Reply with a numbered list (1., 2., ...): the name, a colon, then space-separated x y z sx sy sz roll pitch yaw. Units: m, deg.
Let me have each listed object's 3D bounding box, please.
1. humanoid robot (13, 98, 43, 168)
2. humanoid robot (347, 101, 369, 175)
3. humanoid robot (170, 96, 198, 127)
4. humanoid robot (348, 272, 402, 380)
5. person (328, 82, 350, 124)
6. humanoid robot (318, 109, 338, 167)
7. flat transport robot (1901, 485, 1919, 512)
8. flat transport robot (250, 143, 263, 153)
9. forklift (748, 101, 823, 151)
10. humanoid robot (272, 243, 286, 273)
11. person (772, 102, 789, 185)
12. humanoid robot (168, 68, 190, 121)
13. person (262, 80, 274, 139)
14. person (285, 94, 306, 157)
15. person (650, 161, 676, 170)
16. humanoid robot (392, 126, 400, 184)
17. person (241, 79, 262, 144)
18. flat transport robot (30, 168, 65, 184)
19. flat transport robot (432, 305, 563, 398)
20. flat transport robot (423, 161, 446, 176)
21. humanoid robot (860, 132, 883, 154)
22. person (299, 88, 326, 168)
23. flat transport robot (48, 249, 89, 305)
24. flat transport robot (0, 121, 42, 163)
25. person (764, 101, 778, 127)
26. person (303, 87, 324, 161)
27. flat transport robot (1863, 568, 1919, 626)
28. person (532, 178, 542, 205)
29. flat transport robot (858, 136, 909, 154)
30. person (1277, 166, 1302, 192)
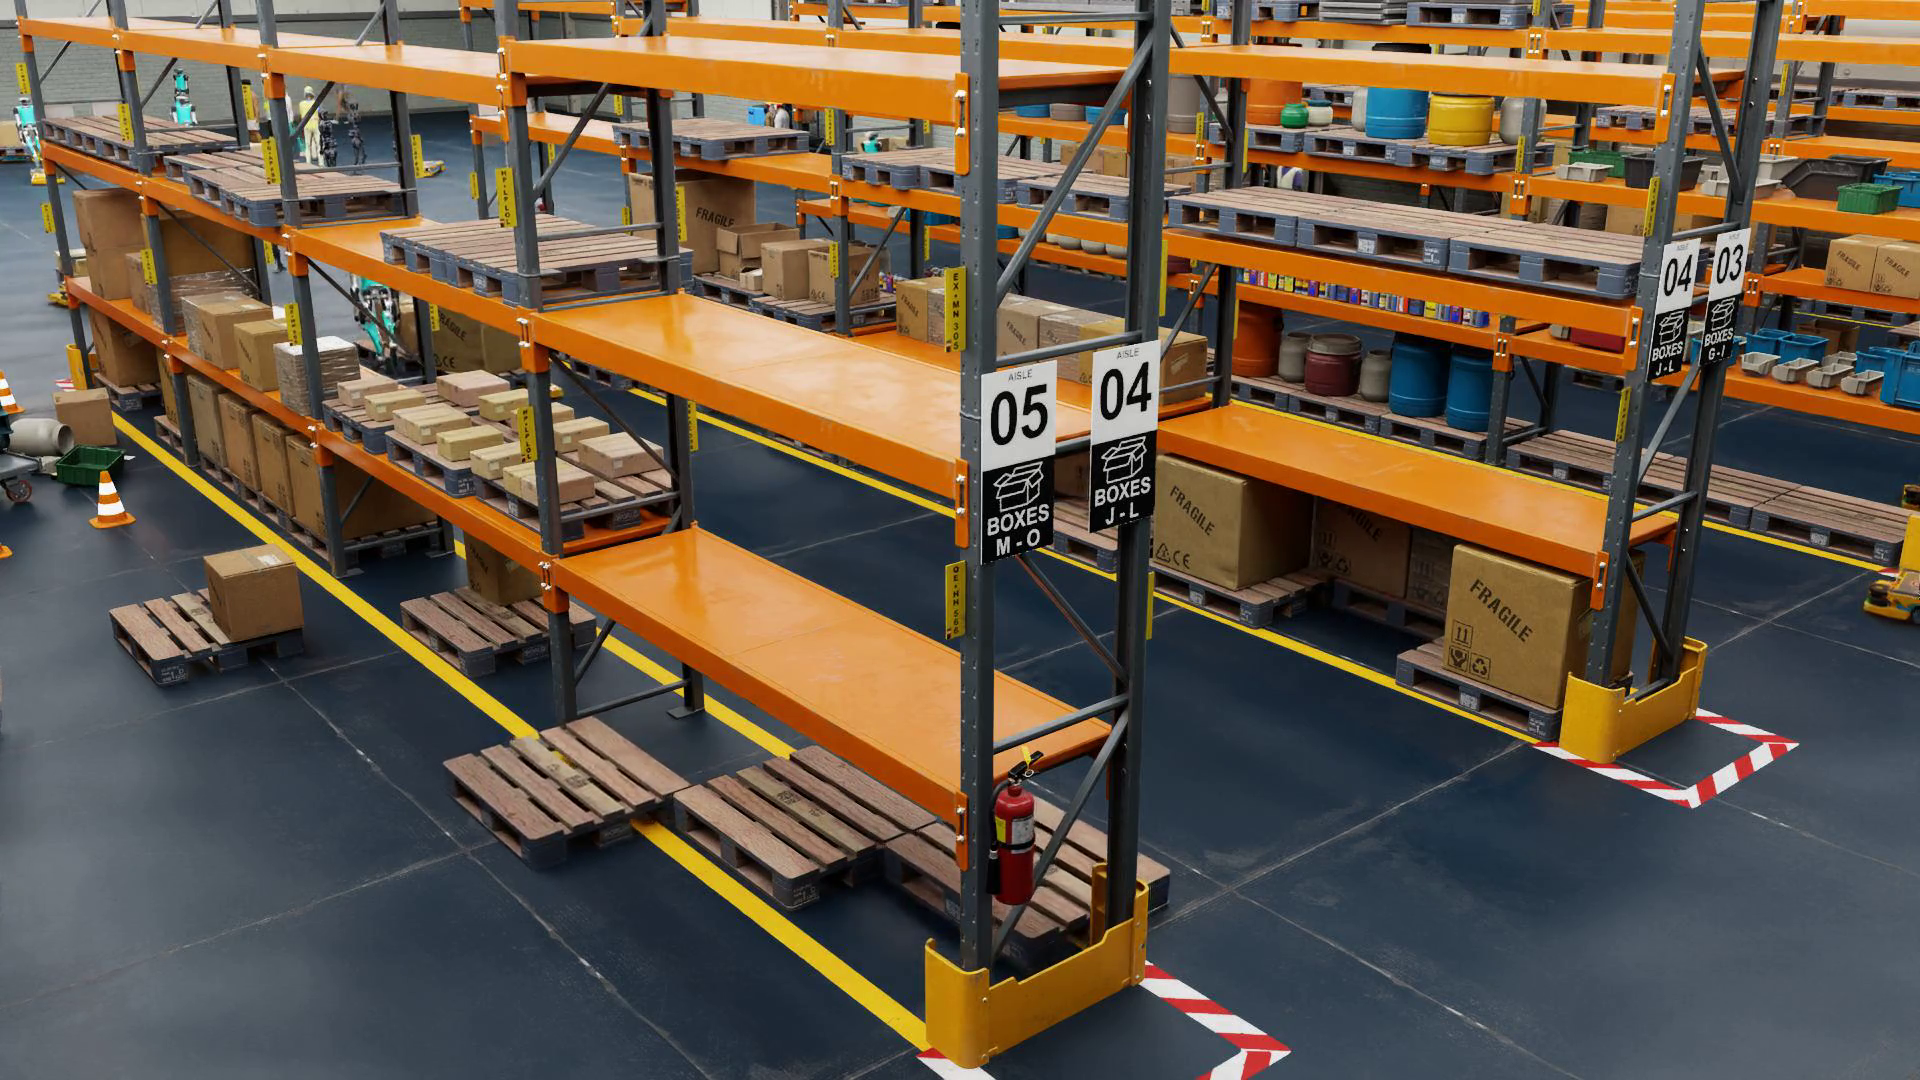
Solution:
1. humanoid robot: -20.804 -8.966 37.376 0.532 1.868 0.772 -16 25 -38
2. humanoid robot: -13.755 -9.158 37.878 0.383 1.644 0.588 -5 20 -14
3. humanoid robot: -17.403 -9.061 37.635 0.550 1.883 0.732 -17 26 -41
4. humanoid robot: -6.597 -2.528 18.941 0.531 1.720 0.961 -10 22 -27
5. person: -18.506 -13.287 49.397 0.518 1.831 0.973 15 25 37
6. humanoid robot: -13.587 -8.427 35.779 0.599 1.655 0.315 18 26 42
7. flat transport robot: 9.237 -0.318 14.842 1.431 0.231 0.659 11 22 29
8. flat transport robot: -16.223 -8.109 37.013 0.659 0.231 1.431 7 20 18
9. forklift: -4.526 -11.368 42.374 1.129 2.768 1.873 -15 24 -37
10. humanoid robot: -10.852 -5.051 26.193 0.591 1.643 0.412 7 20 19
11. person: -3.895 -8.714 36.303 0.379 1.889 0.567 5 20 15
12. humanoid robot: -22.090 -12.428 46.890 0.533 1.677 0.735 10 22 26
13. person: -18.560 -11.588 44.759 0.319 1.696 0.531 -10 22 -27
14. person: -16.554 -10.325 40.906 0.500 1.884 0.926 6 20 16
15. person: -5.027 -5.995 28.442 0.363 1.962 0.611 8 21 21
16. humanoid robot: -11.933 -8.314 35.487 0.432 1.650 0.616 -7 20 -19
17. person: -17.883 -10.707 42.014 0.799 1.853 0.384 18 26 41
18. flat transport robot: -20.314 -8.114 37.028 0.659 0.231 1.431 -10 22 -26
19. flat transport robot: -5.260 -1.666 18.678 1.431 0.231 0.659 -12 23 -31
20. flat transport robot: -12.322 -8.527 38.203 0.659 0.231 1.431 -1 19 -2
21. humanoid robot: -1.420 -6.725 30.948 1.075 1.740 0.548 -17 26 -40
22. person: -14.979 -9.485 38.520 0.540 1.880 0.419 -2 19 -6
23. flat transport robot: -12.477 -3.659 24.348 0.659 0.231 1.431 18 26 41
24. flat transport robot: -22.966 -9.331 40.493 1.431 0.231 0.659 -5 20 -14
25. person: -4.195 -9.103 37.585 0.399 1.764 0.542 13 23 33
26. person: -15.785 -10.161 40.617 0.314 1.758 0.547 16 25 37
27. flat transport robot: 7.628 0.521 12.452 1.431 0.231 0.659 14 24 35
28. person: -8.465 -7.304 32.345 0.966 1.834 0.590 -9 21 -25
29. flat transport robot: -1.642 -8.161 37.162 0.659 0.231 1.431 14 24 35
30. person: 5.386 -5.465 27.135 0.390 1.835 0.641 -9 21 -23
